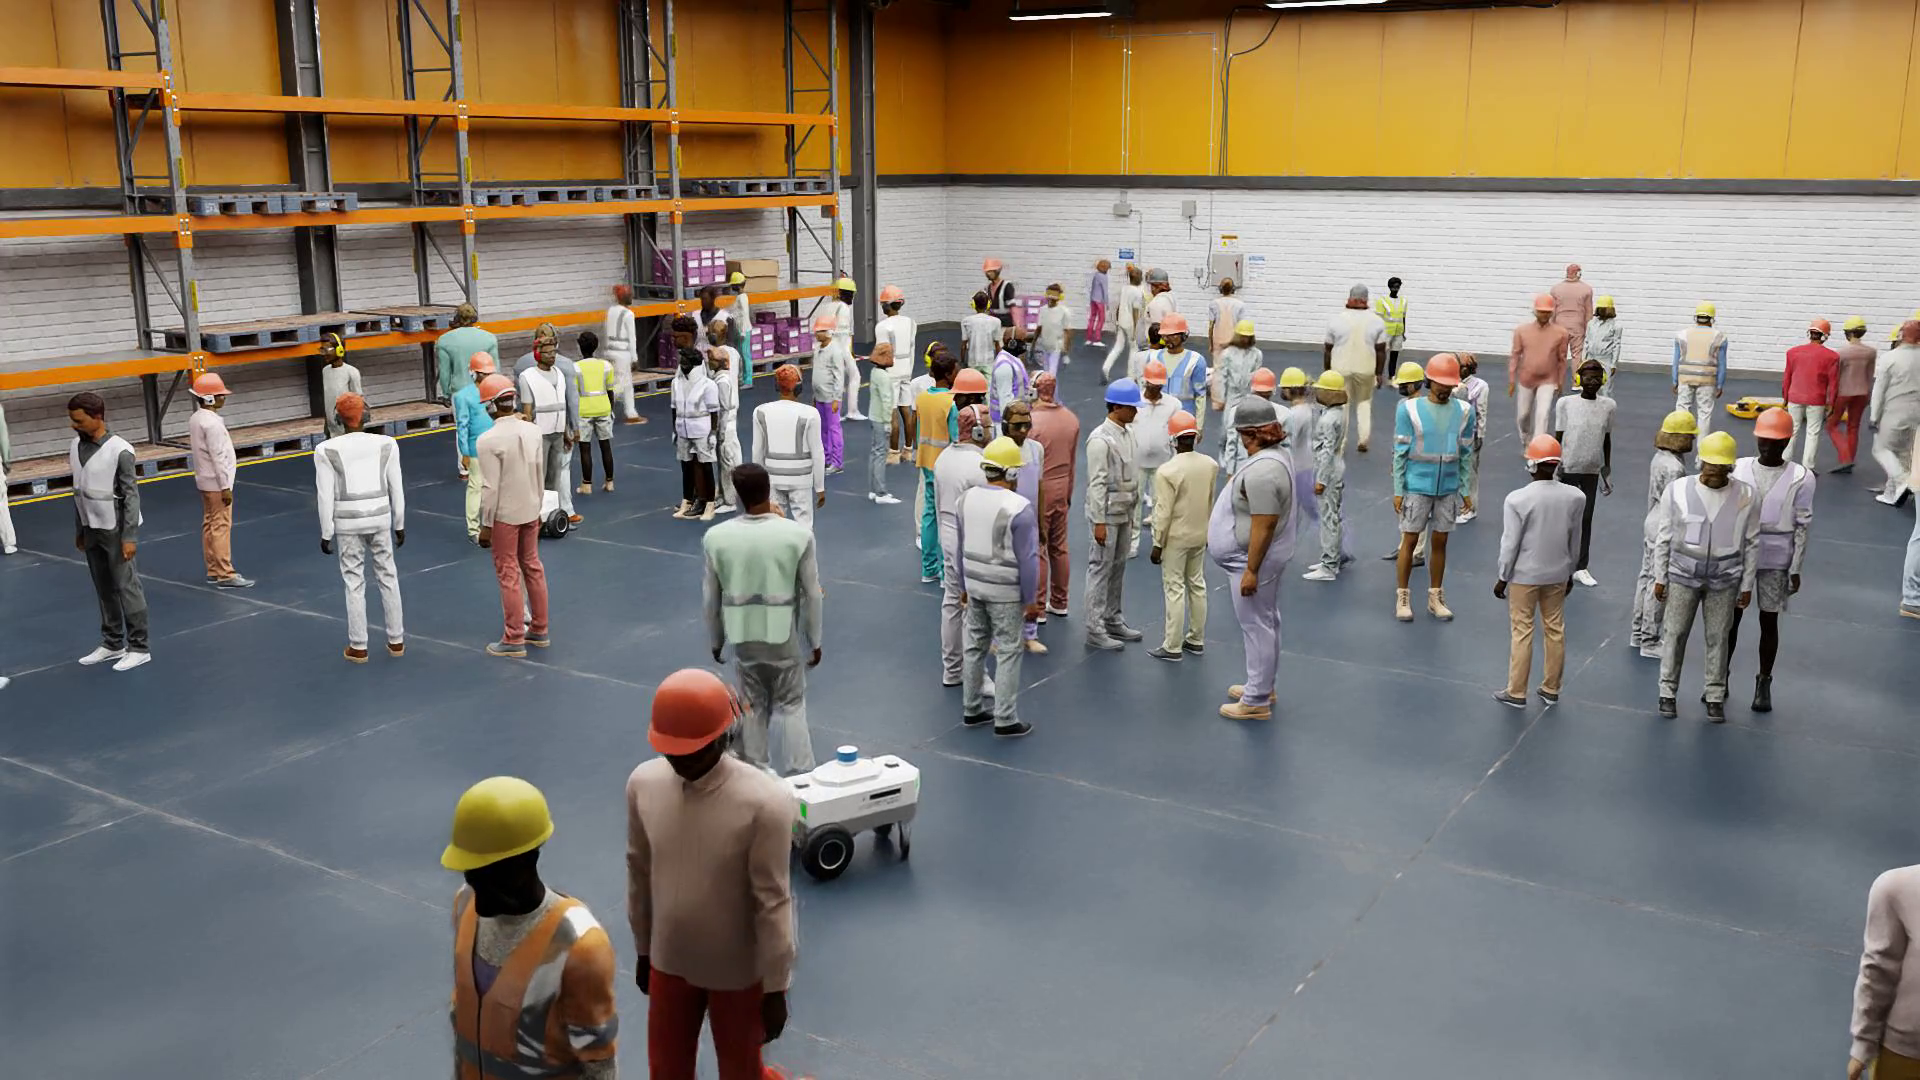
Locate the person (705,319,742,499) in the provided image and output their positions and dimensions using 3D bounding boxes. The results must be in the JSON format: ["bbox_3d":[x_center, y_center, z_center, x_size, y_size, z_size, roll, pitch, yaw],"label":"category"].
[{"bbox_3d":[-2.436,-1.338,17.035,0.329,1.844,0.517,6,14,23],"label":"person"}]

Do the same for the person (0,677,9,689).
[{"bbox_3d":[-6.496,0.265,10.600,0.513,1.597,0.722,4,14,17],"label":"person"}]

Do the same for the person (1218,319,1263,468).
[{"bbox_3d":[3.082,-1.568,18.295,0.497,1.725,0.544,-3,13,-11],"label":"person"}]

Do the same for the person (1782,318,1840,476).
[{"bbox_3d":[9.306,-1.554,18.209,0.574,1.739,0.350,12,18,42],"label":"person"}]

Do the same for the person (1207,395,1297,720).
[{"bbox_3d":[1.812,0.095,10.394,0.536,2.000,0.688,4,14,18],"label":"person"}]

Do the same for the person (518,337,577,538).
[{"bbox_3d":[-3.835,-0.963,15.407,0.389,1.847,0.563,6,14,25],"label":"person"}]

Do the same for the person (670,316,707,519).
[{"bbox_3d":[-2.619,-1.191,16.134,0.361,1.964,0.616,-3,13,-13],"label":"person"}]

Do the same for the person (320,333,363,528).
[{"bbox_3d":[-5.776,-1.008,15.558,0.534,1.868,0.310,8,15,31],"label":"person"}]

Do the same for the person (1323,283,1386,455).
[{"bbox_3d":[4.619,-2.016,19.551,0.700,2.000,0.539,2,13,8],"label":"person"}]

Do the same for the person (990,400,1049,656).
[{"bbox_3d":[0.377,-0.068,11.565,0.518,1.834,0.347,-8,15,-32],"label":"person"}]

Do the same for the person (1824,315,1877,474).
[{"bbox_3d":[9.810,-1.582,18.300,0.543,1.754,0.454,-1,13,-4],"label":"person"}]

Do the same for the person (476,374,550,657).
[{"bbox_3d":[-3.164,-0.171,11.671,0.406,1.980,0.622,6,14,25],"label":"person"}]

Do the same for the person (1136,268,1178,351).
[{"bbox_3d":[2.577,-2.562,21.917,0.536,2.000,0.684,6,14,26],"label":"person"}]

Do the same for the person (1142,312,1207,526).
[{"bbox_3d":[1.992,-1.114,15.632,0.615,2.041,0.376,7,15,29],"label":"person"}]

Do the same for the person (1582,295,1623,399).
[{"bbox_3d":[8.159,-2.249,21.211,0.289,1.746,0.487,-11,17,-40],"label":"person"}]

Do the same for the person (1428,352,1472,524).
[{"bbox_3d":[4.682,-0.975,15.915,0.306,1.639,0.523,-4,14,-18],"label":"person"}]

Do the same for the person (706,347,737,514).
[{"bbox_3d":[-2.353,-1.082,16.382,0.309,1.639,0.515,-3,13,-15],"label":"person"}]

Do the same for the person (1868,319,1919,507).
[{"bbox_3d":[9.369,-1.235,16.481,0.657,1.889,0.642,-1,13,-5],"label":"person"}]

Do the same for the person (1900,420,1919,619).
[{"bbox_3d":[7.420,-0.397,12.628,0.379,1.995,0.610,8,15,32],"label":"person"}]

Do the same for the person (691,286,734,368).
[{"bbox_3d":[-3.174,-2.250,20.951,0.609,1.868,1.018,9,16,33],"label":"person"}]

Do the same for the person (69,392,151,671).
[{"bbox_3d":[-5.828,-0.068,11.380,0.587,1.914,0.392,7,15,27],"label":"person"}]

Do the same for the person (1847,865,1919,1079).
[{"bbox_3d":[2.887,1.516,4.857,0.526,1.758,0.339,6,14,25],"label":"person"}]

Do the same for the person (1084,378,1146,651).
[{"bbox_3d":[1.100,-0.184,11.836,0.416,1.939,0.605,7,15,29],"label":"person"}]

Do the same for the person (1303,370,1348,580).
[{"bbox_3d":[3.039,-0.537,13.786,0.290,1.746,0.484,5,14,22],"label":"person"}]

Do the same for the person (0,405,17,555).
[{"bbox_3d":[-8.560,-0.649,14.495,0.515,1.641,0.315,-9,16,-34],"label":"person"}]

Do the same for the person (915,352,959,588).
[{"bbox_3d":[-0.145,-0.568,13.536,0.392,1.920,0.593,-9,16,-35],"label":"person"}]

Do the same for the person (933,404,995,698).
[{"bbox_3d":[0.089,0.066,10.811,0.401,1.910,0.641,-7,15,-27],"label":"person"}]

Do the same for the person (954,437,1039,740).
[{"bbox_3d":[0.226,0.287,10.052,0.413,1.822,0.599,-12,17,-41],"label":"person"}]

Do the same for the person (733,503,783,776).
[{"bbox_3d":[-1.091,0.598,9.132,0.302,1.626,0.500,-6,14,-24],"label":"person"}]

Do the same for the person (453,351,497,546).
[{"bbox_3d":[-4.283,-0.834,15.054,0.342,1.749,0.570,8,15,32],"label":"person"}]

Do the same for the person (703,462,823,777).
[{"bbox_3d":[-1.045,0.527,8.858,0.635,1.882,0.424,1,13,4],"label":"person"}]

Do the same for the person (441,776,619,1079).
[{"bbox_3d":[-1.142,1.533,4.414,0.606,1.925,0.373,10,16,37],"label":"person"}]

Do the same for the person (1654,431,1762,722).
[{"bbox_3d":[4.618,0.225,10.312,0.595,1.825,0.403,5,14,20],"label":"person"}]

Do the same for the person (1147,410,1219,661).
[{"bbox_3d":[1.539,-0.032,11.577,0.563,1.750,0.322,-11,17,-40],"label":"person"}]

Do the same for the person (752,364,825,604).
[{"bbox_3d":[-1.333,-0.435,13.035,0.585,1.882,0.337,4,14,16],"label":"person"}]

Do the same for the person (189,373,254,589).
[{"bbox_3d":[-6.035,-0.482,13.526,0.325,1.752,0.559,-10,17,-38],"label":"person"}]

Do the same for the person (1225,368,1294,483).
[{"bbox_3d":[2.499,-0.572,13.917,0.563,1.750,0.332,2,13,8],"label":"person"}]

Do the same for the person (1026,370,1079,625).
[{"bbox_3d":[0.603,-0.322,12.496,0.404,1.906,0.652,11,17,40],"label":"person"}]
